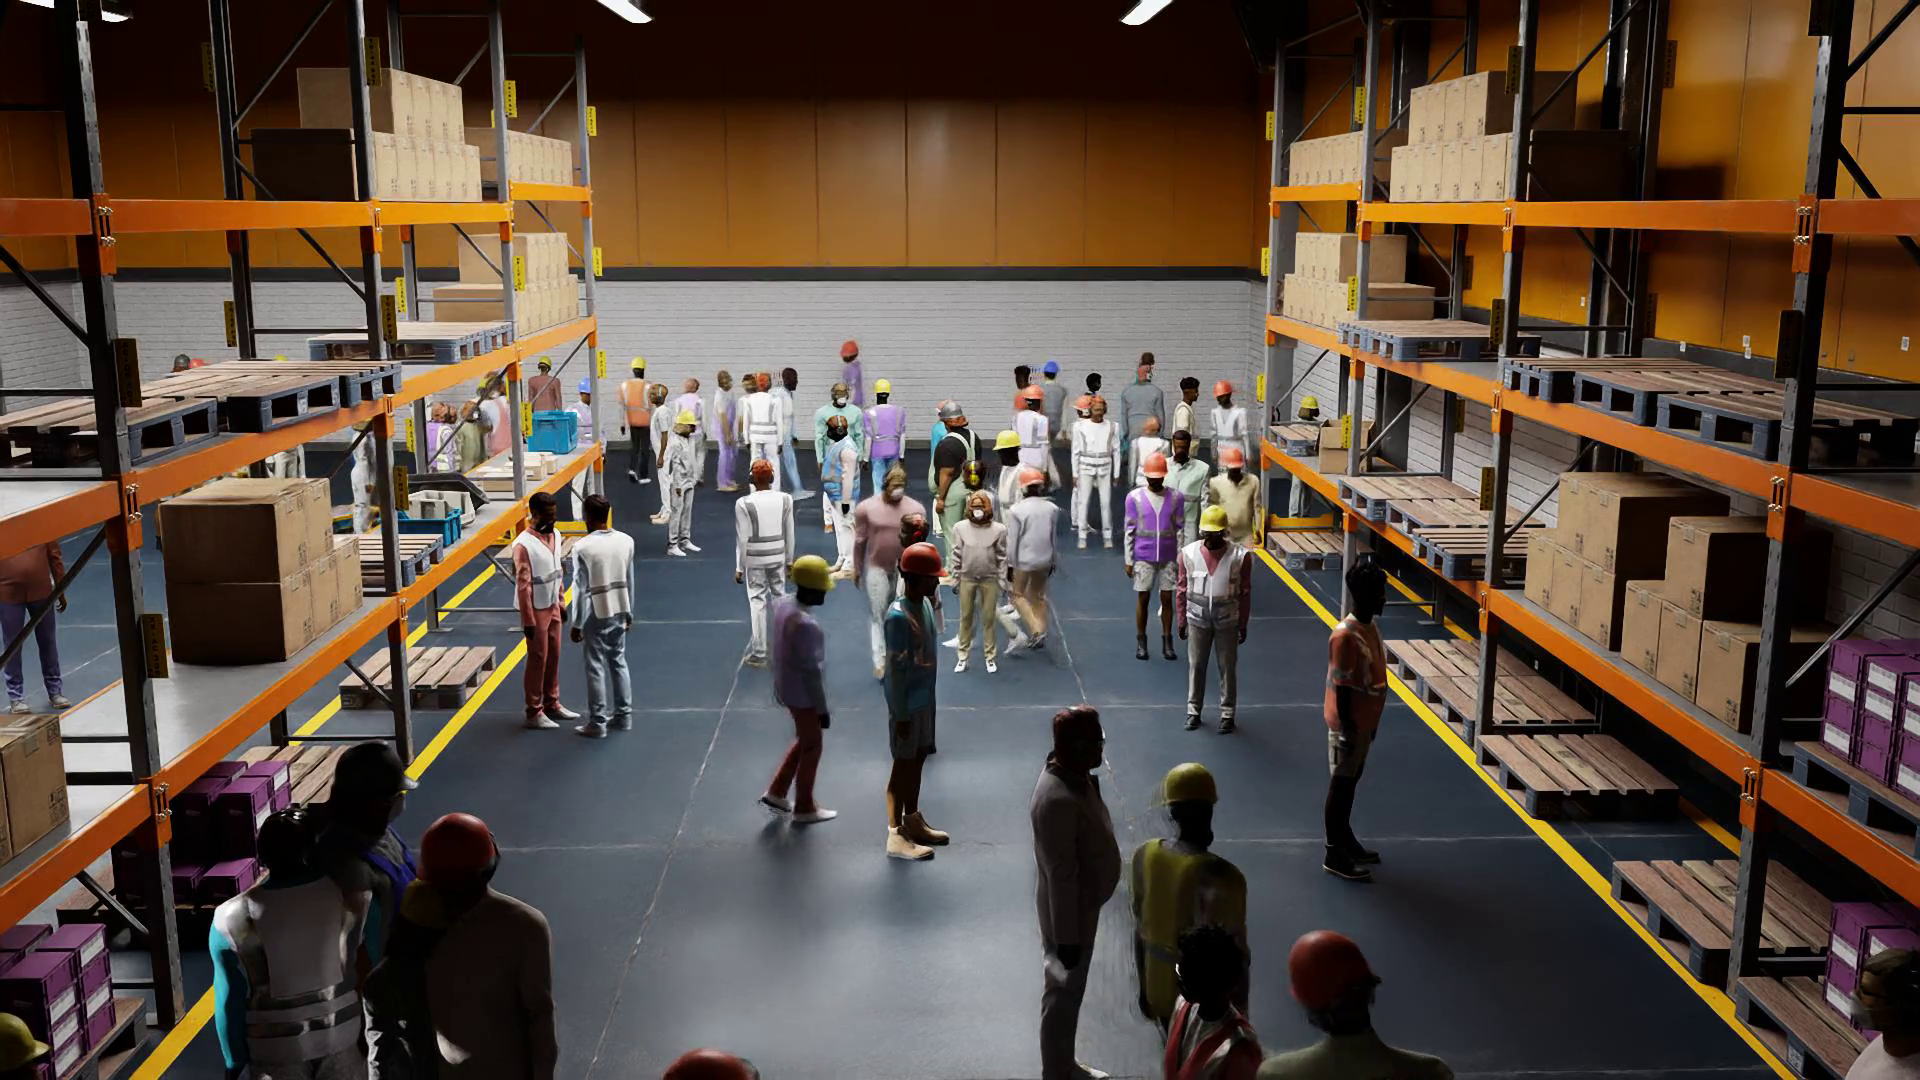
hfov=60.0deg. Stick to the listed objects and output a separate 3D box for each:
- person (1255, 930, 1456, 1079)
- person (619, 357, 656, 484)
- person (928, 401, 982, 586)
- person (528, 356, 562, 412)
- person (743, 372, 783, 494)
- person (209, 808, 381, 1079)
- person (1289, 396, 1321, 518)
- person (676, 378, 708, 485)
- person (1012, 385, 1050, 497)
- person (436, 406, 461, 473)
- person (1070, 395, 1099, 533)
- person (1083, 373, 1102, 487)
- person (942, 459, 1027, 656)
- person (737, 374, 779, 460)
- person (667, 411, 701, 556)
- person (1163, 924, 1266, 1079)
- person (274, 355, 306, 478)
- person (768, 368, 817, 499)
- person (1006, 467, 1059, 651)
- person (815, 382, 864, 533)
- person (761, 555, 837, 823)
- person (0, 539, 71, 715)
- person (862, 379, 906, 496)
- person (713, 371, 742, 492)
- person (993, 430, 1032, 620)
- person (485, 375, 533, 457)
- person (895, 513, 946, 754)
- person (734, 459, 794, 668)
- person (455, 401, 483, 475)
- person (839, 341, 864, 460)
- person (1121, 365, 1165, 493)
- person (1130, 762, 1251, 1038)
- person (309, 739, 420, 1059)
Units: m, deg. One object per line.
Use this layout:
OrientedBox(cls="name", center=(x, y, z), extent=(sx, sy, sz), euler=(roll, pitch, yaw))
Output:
OrientedBox(cls="person", center=(1.214, 2.153, 5.060), extent=(0.665, 1.967, 0.464), euler=(3, 12, 16))
OrientedBox(cls="person", center=(-4.775, -1.779, 24.889), extent=(0.606, 1.906, 0.409), euler=(2, 12, 12))
OrientedBox(cls="person", center=(-0.094, -0.526, 18.270), extent=(0.535, 2.000, 0.673), euler=(7, 13, 32))
OrientedBox(cls="person", center=(-6.670, -2.078, 26.778), extent=(0.534, 1.757, 0.337), euler=(-1, 11, -4))
OrientedBox(cls="person", center=(-2.707, -1.379, 22.961), extent=(0.582, 1.876, 0.382), euler=(2, 11, 10))
OrientedBox(cls="person", center=(-2.544, 1.931, 6.460), extent=(0.624, 1.841, 0.430), euler=(-6, 13, -29))
OrientedBox(cls="person", center=(4.446, -0.979, 21.288), extent=(0.494, 1.743, 0.306), euler=(-8, 14, -36))
OrientedBox(cls="person", center=(-3.969, -1.593, 24.665), extent=(0.519, 1.621, 0.419), euler=(3, 12, 12))
OrientedBox(cls="person", center=(0.902, -0.967, 20.762), extent=(0.568, 1.932, 0.374), euler=(10, 15, 41))
OrientedBox(cls="person", center=(-6.506, -0.901, 21.185), extent=(0.312, 1.632, 0.525), euler=(-5, 12, -23))
OrientedBox(cls="person", center=(1.585, -0.965, 21.185), extent=(0.320, 1.755, 0.563), euler=(-3, 12, -14))
OrientedBox(cls="person", center=(1.942, -1.636, 24.701), extent=(0.321, 1.695, 0.536), euler=(-2, 11, -10))
OrientedBox(cls="person", center=(0.228, 0.165, 15.348), extent=(0.849, 1.842, 0.516), euler=(4, 12, 18))
OrientedBox(cls="person", center=(-2.855, -1.401, 23.193), extent=(0.548, 1.822, 0.841), euler=(4, 12, 19))
OrientedBox(cls="person", center=(-3.279, -0.681, 19.839), extent=(0.365, 1.736, 0.486), euler=(5, 12, 22))
OrientedBox(cls="person", center=(0.865, 2.136, 5.781), extent=(0.317, 1.697, 0.540), euler=(-4, 12, -19))
OrientedBox(cls="person", center=(-10.169, -1.829, 25.097), extent=(0.381, 1.923, 0.592), euler=(3, 12, 14))
OrientedBox(cls="person", center=(-2.464, -1.498, 23.574), extent=(0.912, 1.863, 0.625), euler=(0, 11, 0))
OrientedBox(cls="person", center=(0.656, 0.187, 15.469), extent=(0.614, 1.730, 0.450), euler=(-9, 14, -37))
OrientedBox(cls="person", center=(-1.531, -1.049, 21.180), extent=(0.632, 1.932, 0.369), euler=(-4, 12, -17))
OrientedBox(cls="person", center=(-1.044, 1.003, 11.009), extent=(0.447, 1.887, 0.637), euler=(-4, 12, -21))
OrientedBox(cls="person", center=(-7.624, 0.440, 13.571), extent=(0.615, 1.987, 0.407), euler=(-10, 15, -42))
OrientedBox(cls="person", center=(-0.987, -1.113, 21.498), extent=(0.585, 1.929, 0.370), euler=(-5, 12, -25))
OrientedBox(cls="person", center=(-3.379, -1.567, 24.121), extent=(0.437, 1.801, 0.617), euler=(3, 12, 14))
OrientedBox(cls="person", center=(0.556, -0.145, 16.689), extent=(0.417, 1.913, 0.666), euler=(-4, 12, -21))
OrientedBox(cls="person", center=(-5.911, -1.245, 21.875), extent=(0.687, 2.000, 1.015), euler=(2, 11, 8))
OrientedBox(cls="person", center=(-0.311, 0.705, 12.579), extent=(0.389, 1.850, 0.566), euler=(-2, 11, -10))
OrientedBox(cls="person", center=(-1.758, 0.208, 14.984), extent=(0.585, 1.882, 0.337), euler=(-7, 14, -33))
OrientedBox(cls="person", center=(-6.415, -1.020, 21.817), extent=(0.349, 1.616, 0.502), euler=(6, 13, 26))
OrientedBox(cls="person", center=(-1.777, -2.253, 27.063), extent=(0.530, 1.981, 0.693), euler=(-4, 12, -19))
OrientedBox(cls="person", center=(2.625, -1.546, 23.740), extent=(0.636, 1.903, 0.404), euler=(5, 12, 24))
OrientedBox(cls="person", center=(0.877, 1.861, 6.738), extent=(0.665, 1.877, 0.628), euler=(-10, 15, -40))
OrientedBox(cls="person", center=(-2.337, 1.774, 6.735), extent=(0.535, 2.000, 0.683), euler=(-2, 12, -12))
